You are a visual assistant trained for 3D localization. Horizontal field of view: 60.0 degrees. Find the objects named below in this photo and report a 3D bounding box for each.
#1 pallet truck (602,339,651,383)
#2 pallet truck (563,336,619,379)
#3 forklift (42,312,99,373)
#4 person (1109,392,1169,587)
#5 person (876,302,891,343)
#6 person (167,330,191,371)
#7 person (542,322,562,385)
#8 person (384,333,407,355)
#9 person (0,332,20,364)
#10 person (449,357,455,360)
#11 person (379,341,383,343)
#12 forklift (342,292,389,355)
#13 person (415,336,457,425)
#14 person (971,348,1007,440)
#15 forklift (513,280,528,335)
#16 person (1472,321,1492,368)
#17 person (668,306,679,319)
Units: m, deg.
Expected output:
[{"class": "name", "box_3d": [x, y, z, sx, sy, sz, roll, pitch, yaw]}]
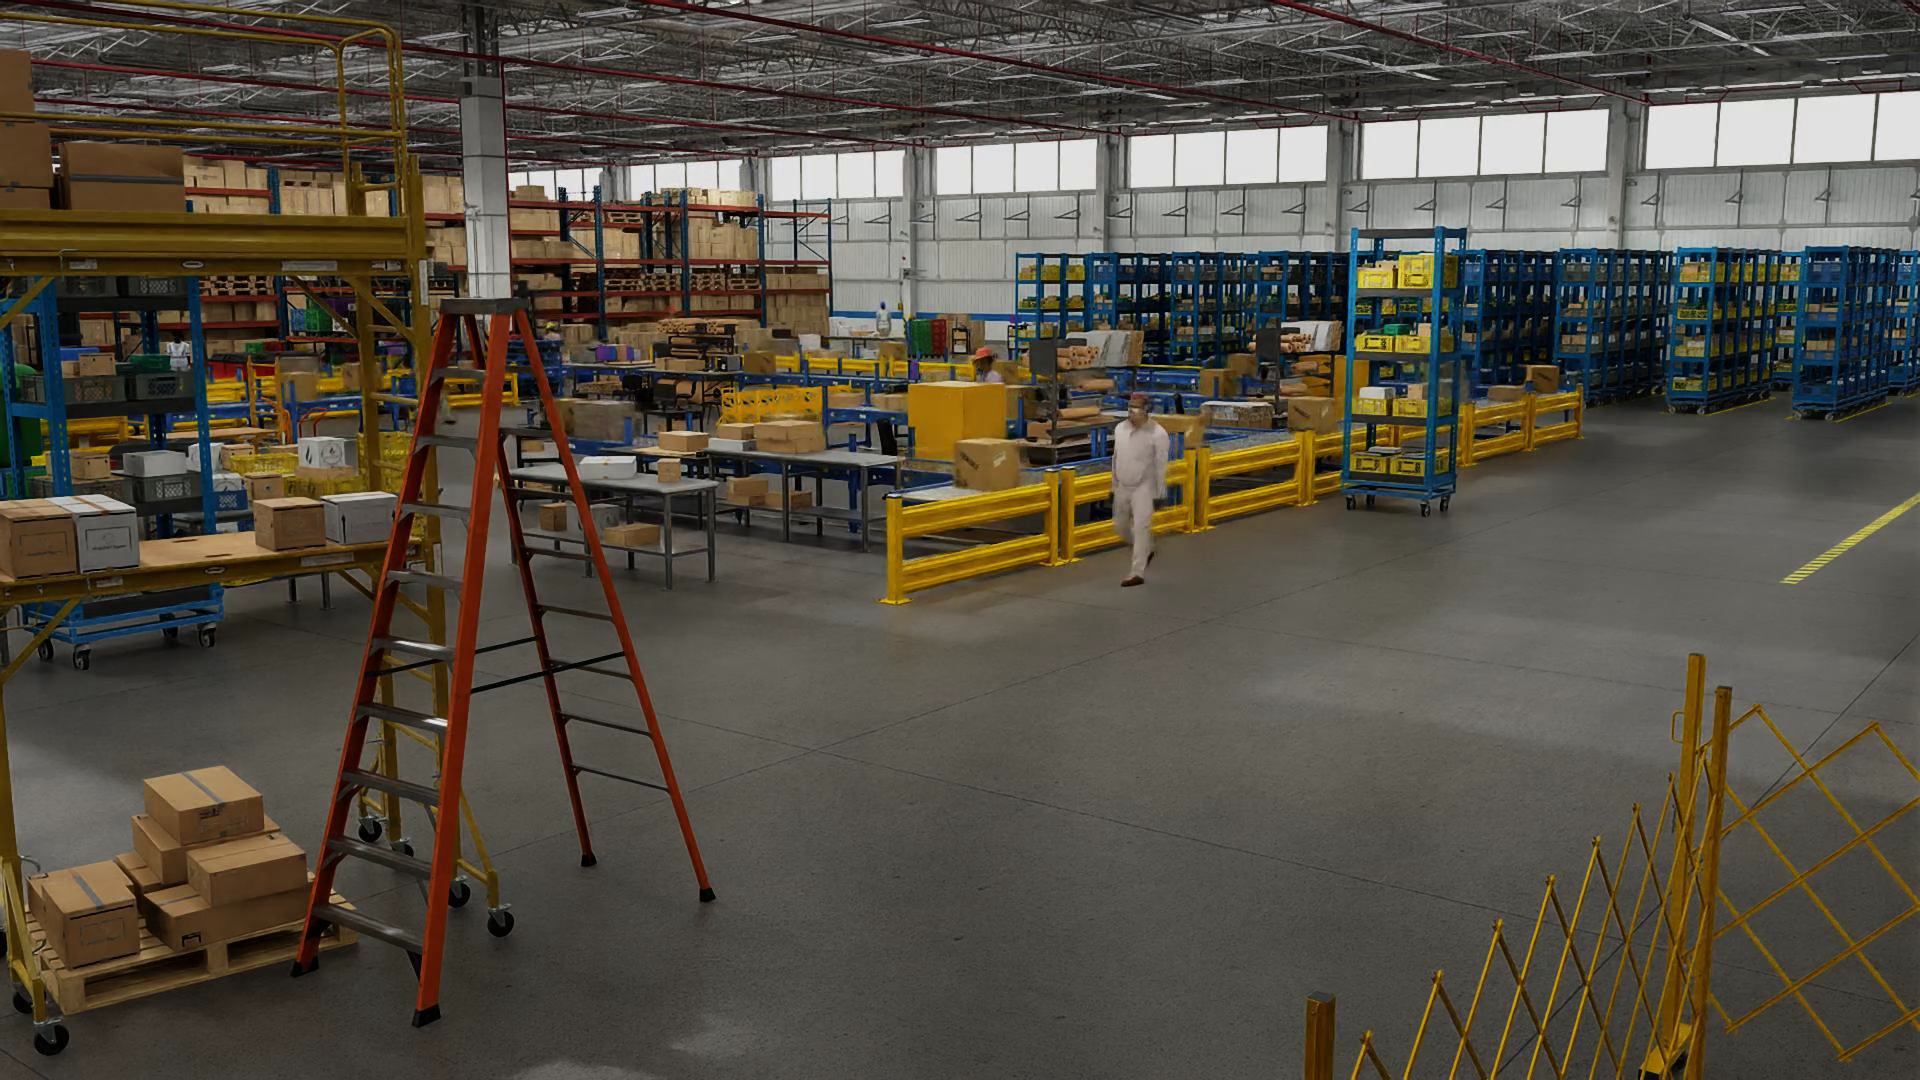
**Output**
[{"class": "pallet truck", "box_3d": [-8.991, -4.871, 45.351, 0.653, 1.274, 1.630, 7, 11, 37]}, {"class": "pallet truck", "box_3d": [-10.690, -5.294, 48.215, 1.601, 1.201, 0.680, -5, 10, -26]}, {"class": "forklift", "box_3d": [-23.779, -5.451, 44.052, 1.873, 2.768, 1.129, 7, 11, 36]}, {"class": "person", "box_3d": [1.742, -0.500, 16.211, 0.488, 1.893, 0.668, -9, 13, -43]}, {"class": "person", "box_3d": [-3.007, -8.422, 65.560, 0.625, 1.928, 0.739, -2, 9, -12]}, {"class": "person", "box_3d": [-18.589, -4.147, 39.597, 0.537, 1.695, 0.320, -2, 9, -11]}, {"class": "person", "box_3d": [-10.849, -4.917, 44.226, 0.548, 1.752, 0.392, -7, 11, -37]}, {"class": "person", "box_3d": [-14.340, -4.686, 42.370, 0.627, 1.896, 0.430, -3, 9, -16]}, {"class": "person", "box_3d": [-23.742, -4.424, 41.524, 0.279, 1.633, 0.499, 8, 12, 42]}, {"class": "person", "box_3d": [-18.171, -7.236, 58.625, 0.613, 1.793, 0.632, 2, 9, 15]}, {"class": "person", "box_3d": [-17.740, -5.902, 50.366, 0.517, 1.757, 0.337, -7, 11, -36]}, {"class": "forklift", "box_3d": [-16.485, -5.622, 45.120, 1.129, 2.768, 1.873, 7, 11, 37]}, {"class": "person", "box_3d": [-10.531, -3.178, 33.221, 0.599, 1.808, 0.812, 9, 13, 43]}, {"class": "person", "box_3d": [0.397, -1.705, 23.471, 0.668, 1.994, 0.682, -3, 10, -20]}, {"class": "forklift", "box_3d": [-14.124, -6.852, 52.795, 1.129, 2.768, 1.873, 7, 11, 37]}, {"class": "person", "box_3d": [14.749, -5.363, 46.857, 0.935, 1.809, 0.581, 7, 11, 37]}, {"class": "person", "box_3d": [-9.624, -6.796, 55.346, 0.978, 1.959, 0.625, 1, 9, 4]}]
